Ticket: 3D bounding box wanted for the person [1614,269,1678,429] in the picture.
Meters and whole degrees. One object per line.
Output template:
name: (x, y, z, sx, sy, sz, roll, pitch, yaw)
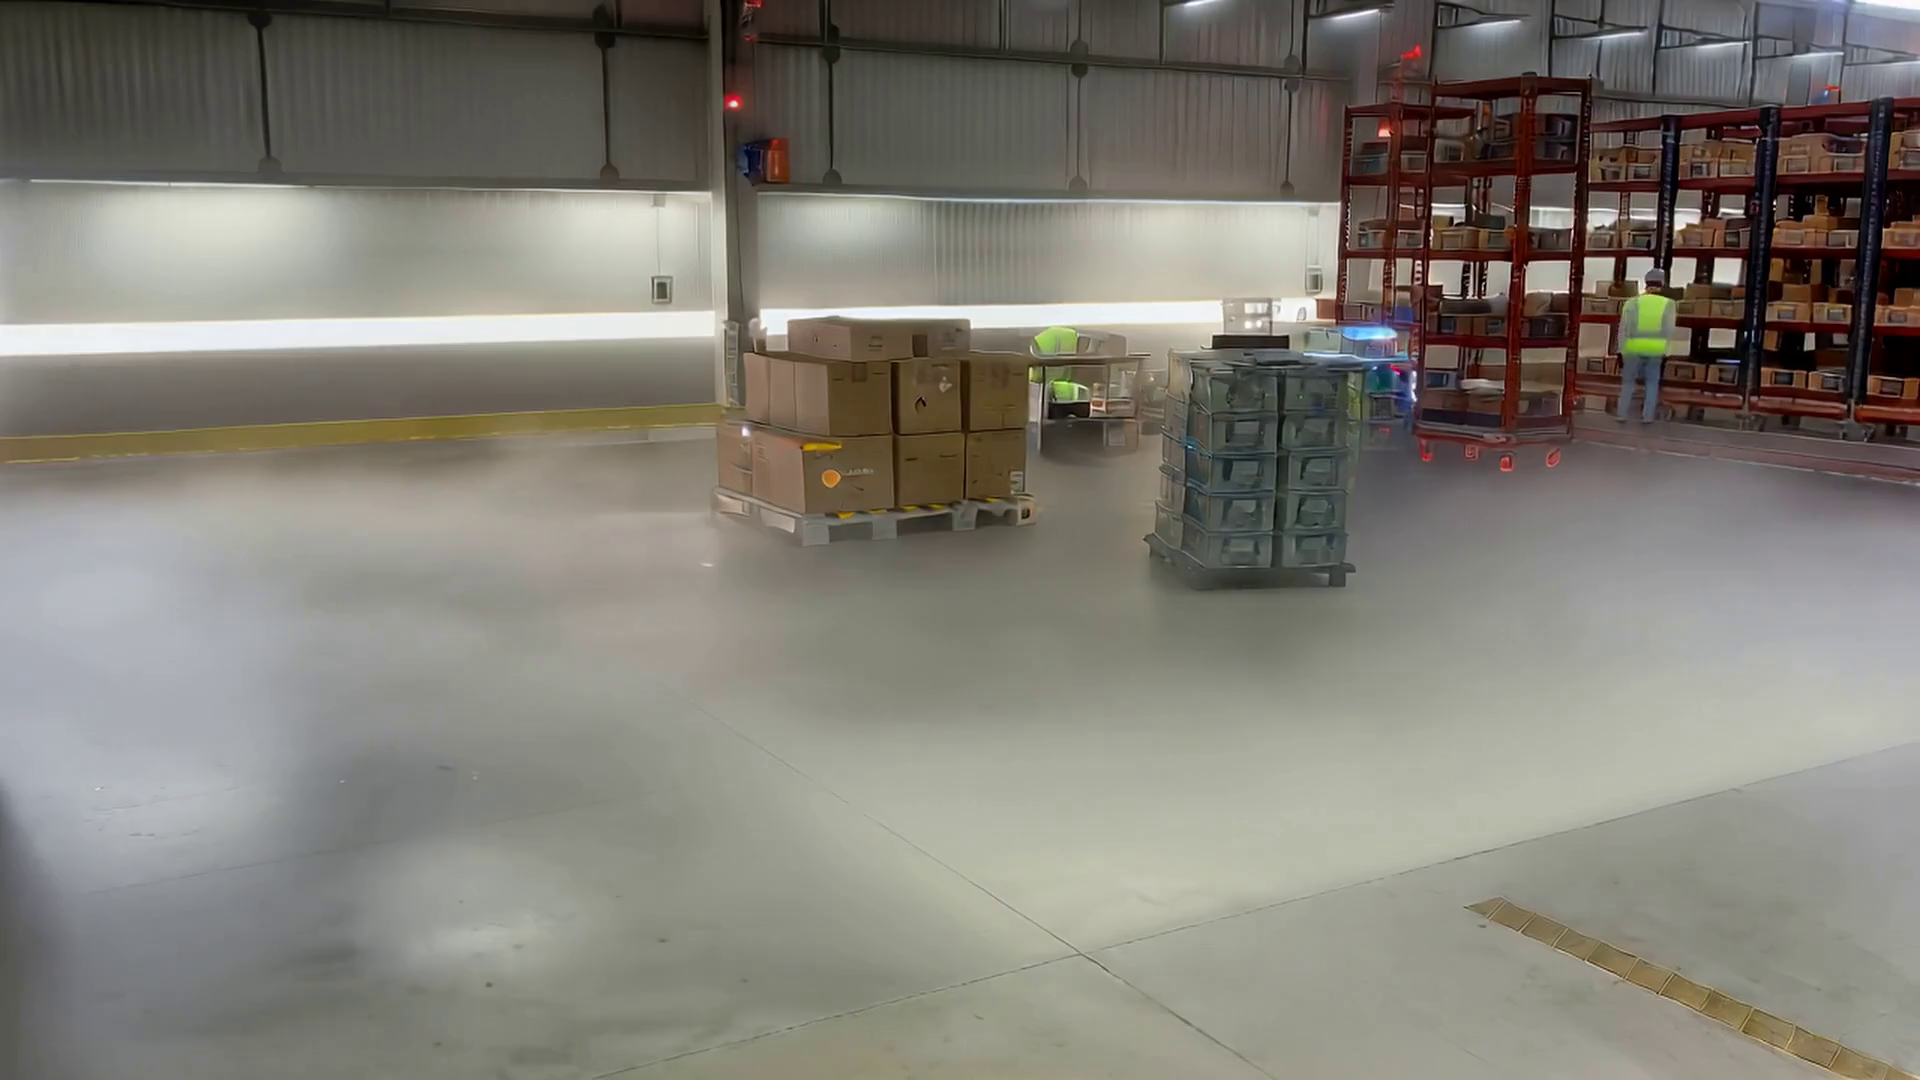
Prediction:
person: (7.806, -2.161, 18.925, 0.602, 1.817, 0.452, 3, 11, 19)
